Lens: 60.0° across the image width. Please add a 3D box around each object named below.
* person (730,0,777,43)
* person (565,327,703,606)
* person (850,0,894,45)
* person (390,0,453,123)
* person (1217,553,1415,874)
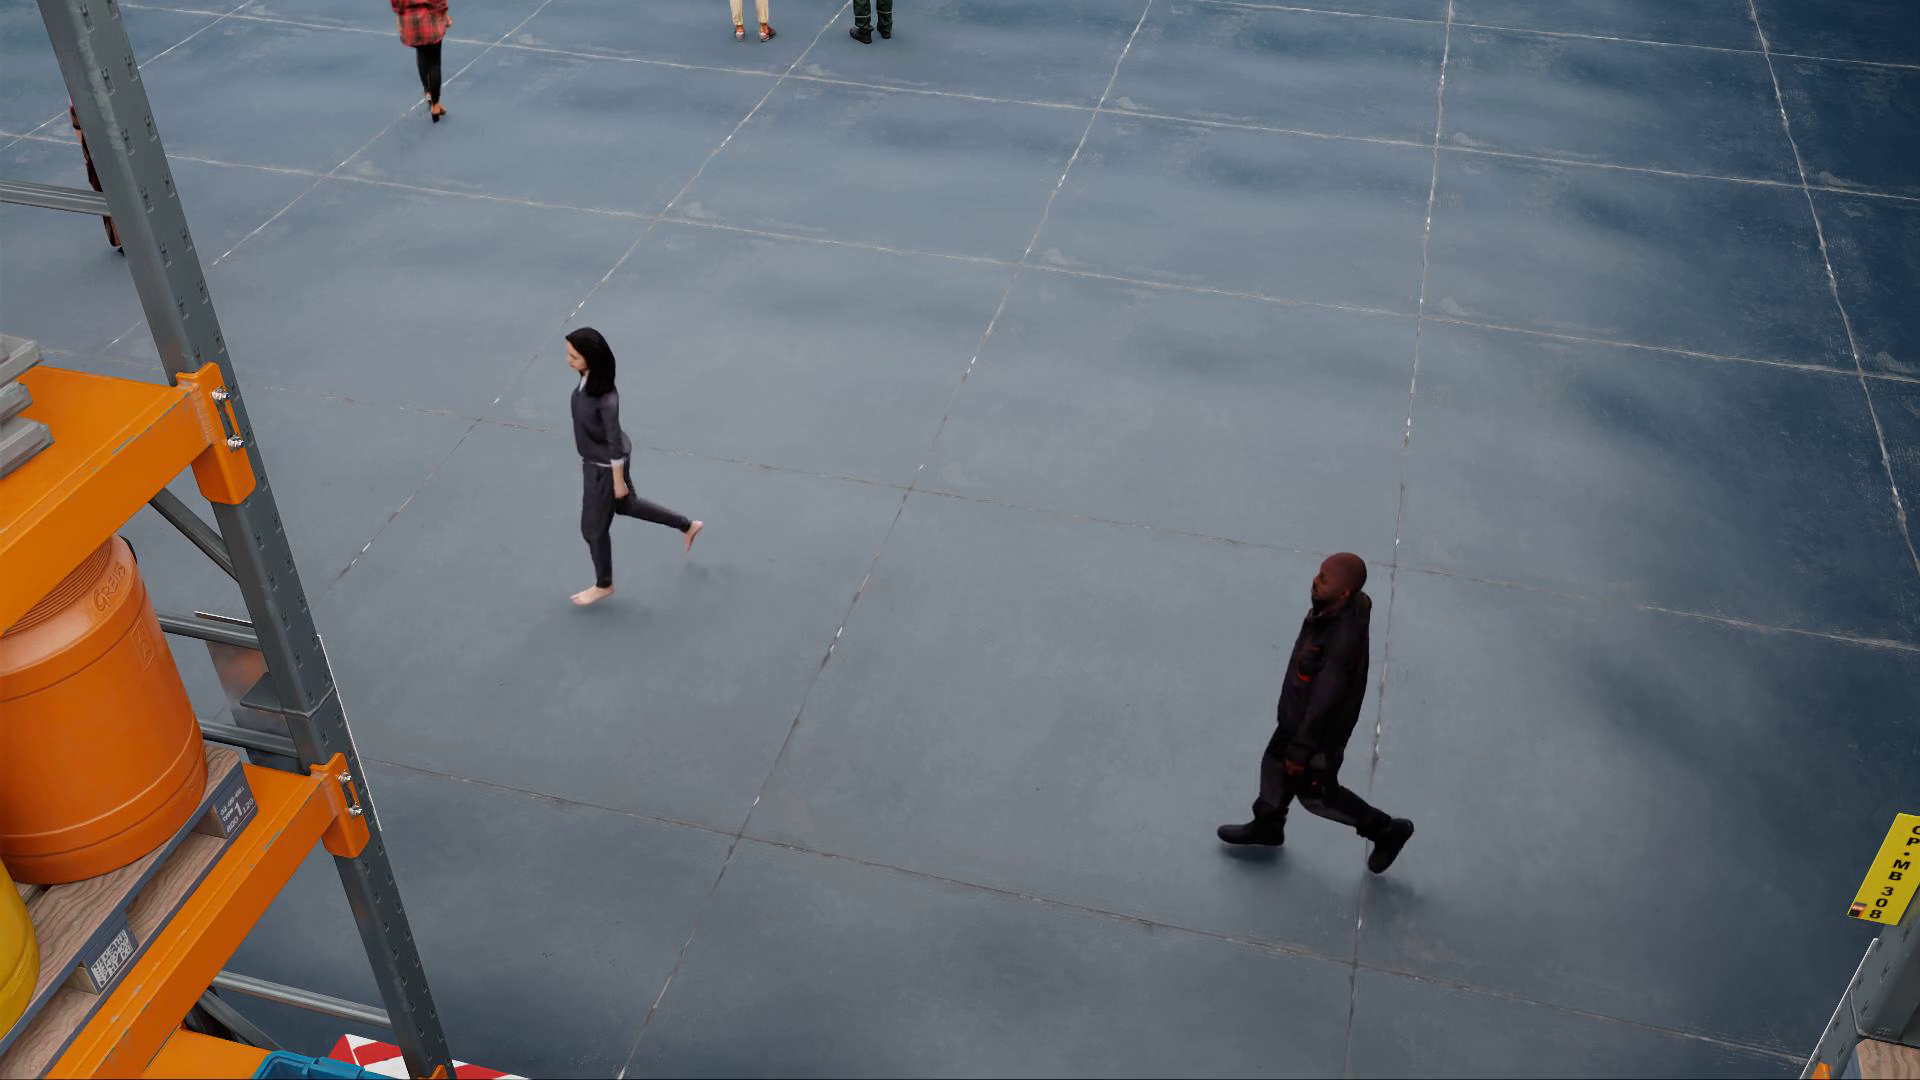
[{"bbox_3d":[-2.049,-5.686,15.831,0.669,1.859,0.586,3,38,3],"label":"person"},{"bbox_3d":[-1.869,-0.436,9.222,1.038,1.733,1.067,-14,40,-17],"label":"person"},{"bbox_3d":[-0.870,-5.727,15.850,0.753,1.900,0.815,-20,42,-24],"label":"person"},{"bbox_3d":[-4.677,-4.436,14.370,0.643,1.690,0.662,5,38,7],"label":"person"},{"bbox_3d":[1.735,0.822,7.559,0.893,1.801,1.120,3,38,4],"label":"person"}]
